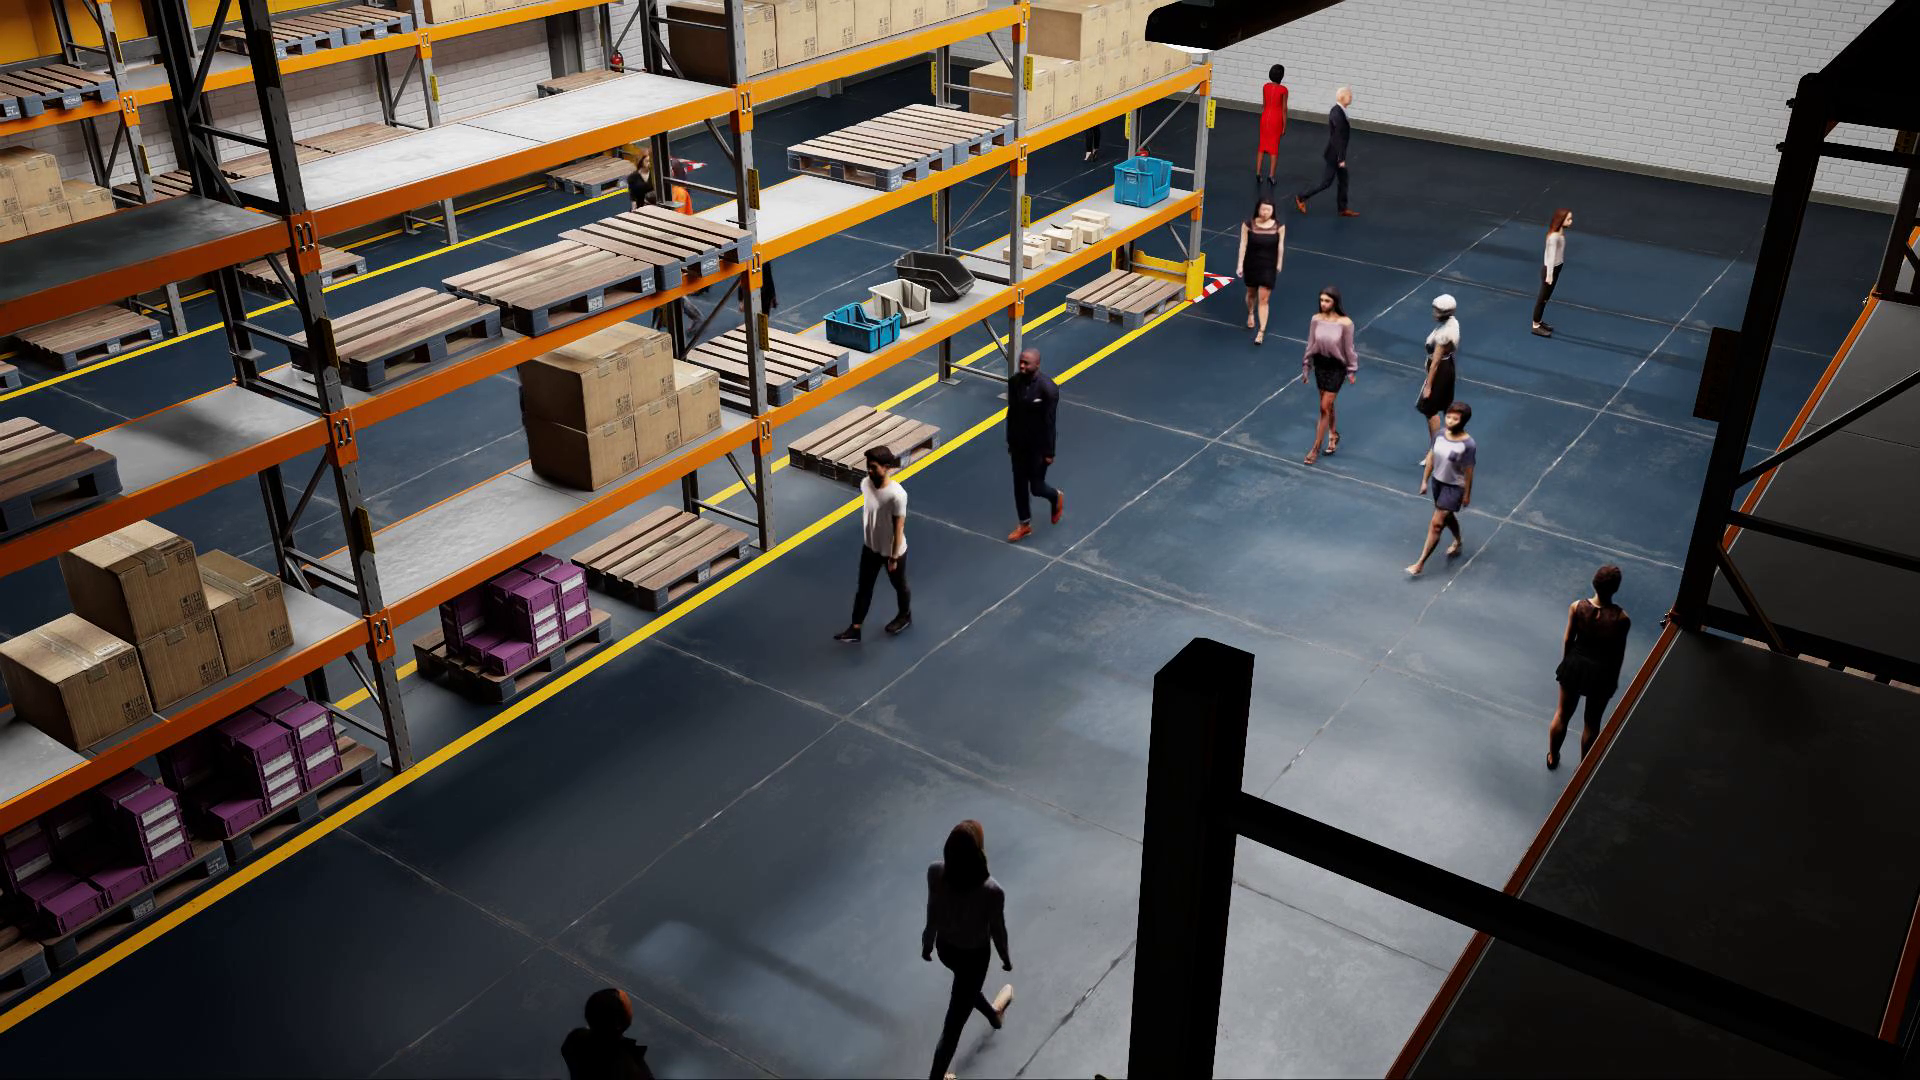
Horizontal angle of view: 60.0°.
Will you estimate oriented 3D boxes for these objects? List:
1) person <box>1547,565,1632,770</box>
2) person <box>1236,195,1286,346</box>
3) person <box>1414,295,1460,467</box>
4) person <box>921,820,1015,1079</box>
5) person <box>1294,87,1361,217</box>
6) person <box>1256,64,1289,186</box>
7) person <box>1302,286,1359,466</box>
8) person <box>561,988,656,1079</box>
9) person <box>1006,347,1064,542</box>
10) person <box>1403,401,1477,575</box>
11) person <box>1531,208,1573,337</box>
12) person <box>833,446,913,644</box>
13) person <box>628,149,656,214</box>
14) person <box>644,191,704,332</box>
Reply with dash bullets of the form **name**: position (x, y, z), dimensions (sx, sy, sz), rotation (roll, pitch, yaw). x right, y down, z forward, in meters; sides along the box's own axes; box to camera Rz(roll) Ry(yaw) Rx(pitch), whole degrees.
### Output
- **person**: position (4.379, 0.904, 11.586), dimensions (0.568, 1.675, 0.541), rotation (18, 33, 30)
- **person**: position (3.399, -3.099, 18.936), dimensions (0.944, 1.665, 1.162), rotation (5, 29, 9)
- **person**: position (4.658, -1.532, 16.003), dimensions (0.750, 1.722, 0.601), rotation (25, 38, 38)
- **person**: position (-0.027, 2.309, 8.927), dimensions (0.612, 1.755, 1.122), rotation (18, 33, 29)
- **person**: position (5.082, -5.303, 22.862), dimensions (0.952, 1.774, 1.170), rotation (9, 30, 15)
- **person**: position (4.548, -6.064, 24.289), dimensions (0.548, 1.743, 0.488), rotation (19, 34, 31)
- **person**: position (3.634, -1.628, 16.123), dimensions (0.695, 1.776, 0.883), rotation (21, 35, 34)
- **person**: position (-1.658, 2.896, 7.747), dimensions (0.736, 1.854, 1.249), rotation (20, 34, 31)
- **person**: position (0.687, -0.860, 14.681), dimensions (0.750, 1.809, 0.908), rotation (23, 36, 35)
- **person**: position (4.232, -0.477, 14.279), dimensions (1.116, 1.521, 0.820), rotation (-18, 34, -30)
- **person**: position (6.791, -3.095, 19.116), dimensions (0.619, 1.484, 0.439), rotation (14, 32, 24)
- **person**: position (-0.535, 0.005, 13.216), dimensions (0.731, 1.692, 1.032), rotation (24, 37, 36)
- **person**: position (-3.923, -4.053, 20.687), dimensions (0.954, 1.661, 0.965), rotation (-5, 29, -9)
- **person**: position (-3.285, -3.108, 18.878), dimensions (1.147, 1.736, 0.817), rotation (-19, 34, -31)
